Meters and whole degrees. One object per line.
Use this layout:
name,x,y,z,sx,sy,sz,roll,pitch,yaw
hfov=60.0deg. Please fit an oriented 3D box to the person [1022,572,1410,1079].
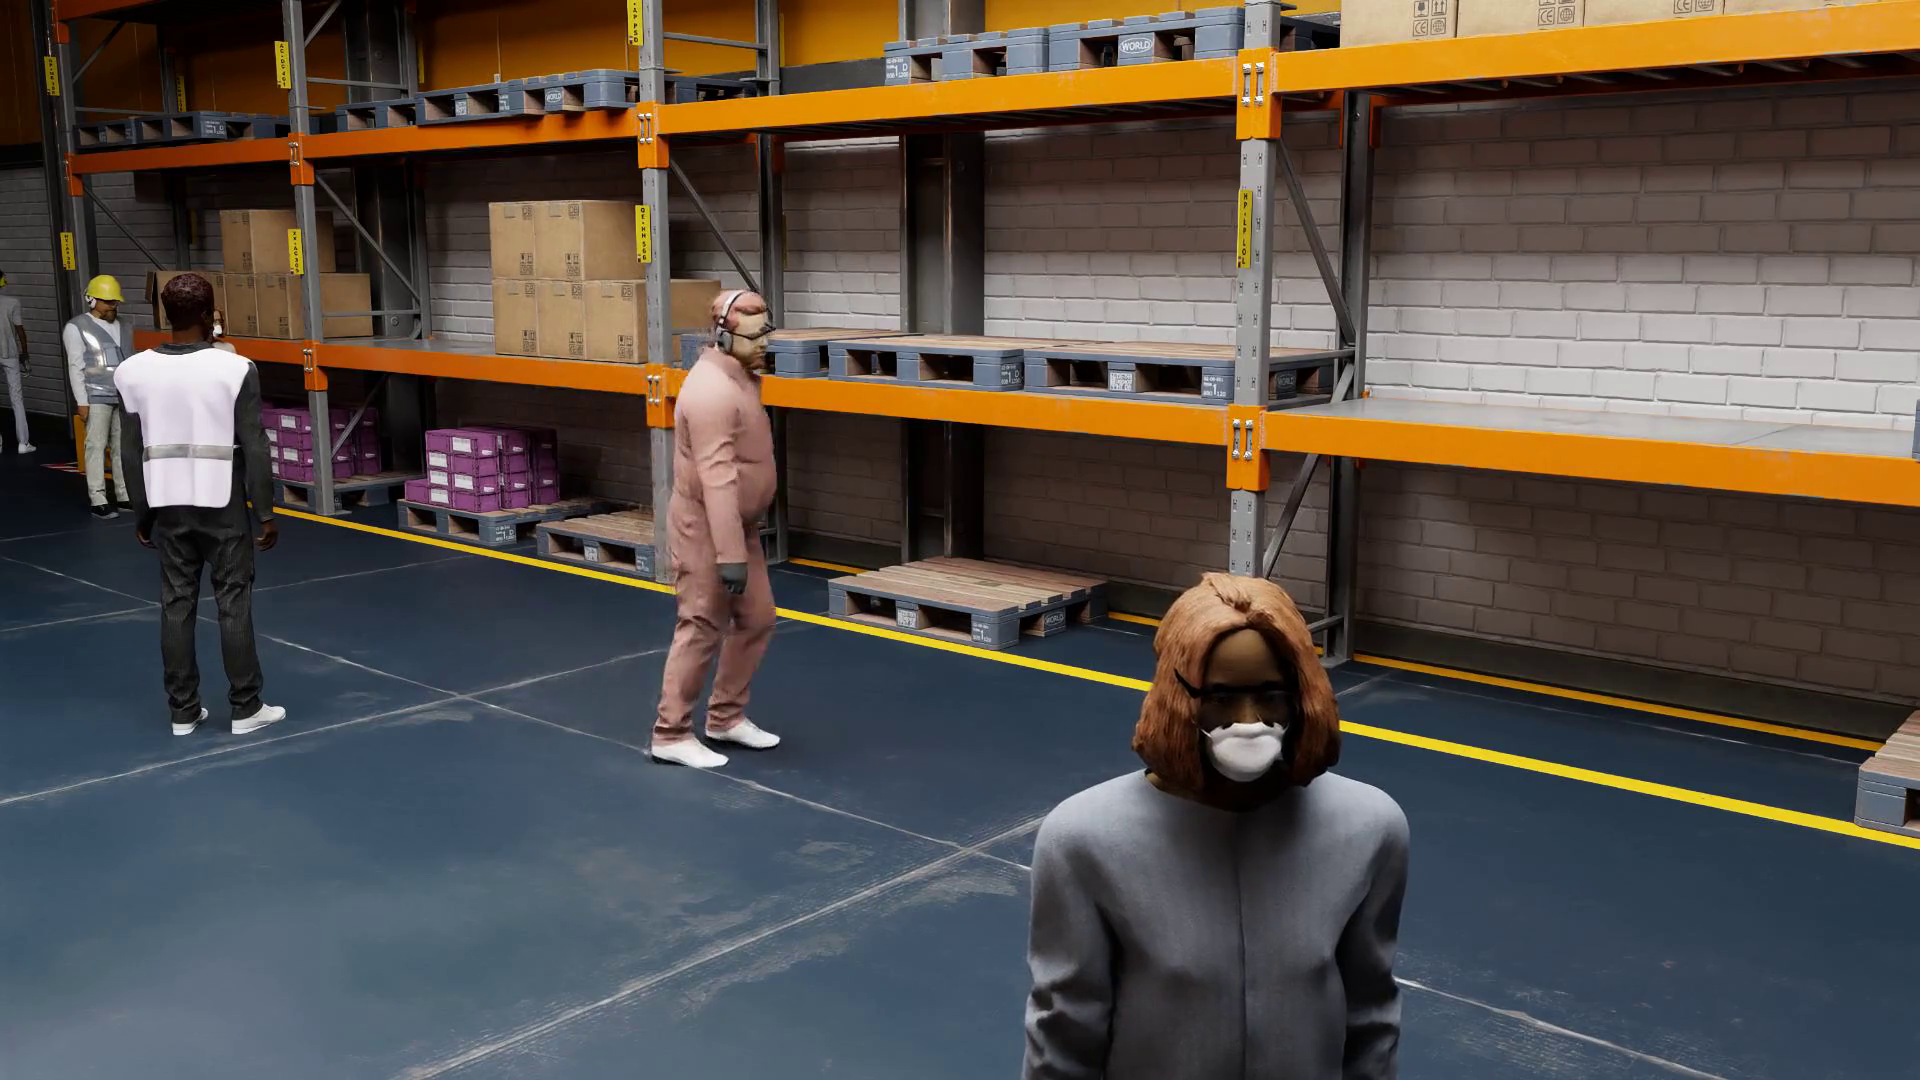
person,0.329,0.841,2.148,0.507,1.632,0.264,-2,10,-9

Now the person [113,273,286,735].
person,-3.143,-0.135,6.895,0.597,1.918,0.382,0,10,-1

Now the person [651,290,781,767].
person,-0.952,-0.022,6.406,0.594,1.867,0.663,1,10,5

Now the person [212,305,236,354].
person,-5.453,-0.902,12.113,0.289,1.629,0.498,6,11,29

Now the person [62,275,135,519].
person,-6.420,-1.081,12.556,0.403,1.824,0.586,4,11,20

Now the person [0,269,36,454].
person,-9.433,-1.775,16.363,0.513,1.877,0.328,-4,11,-20
